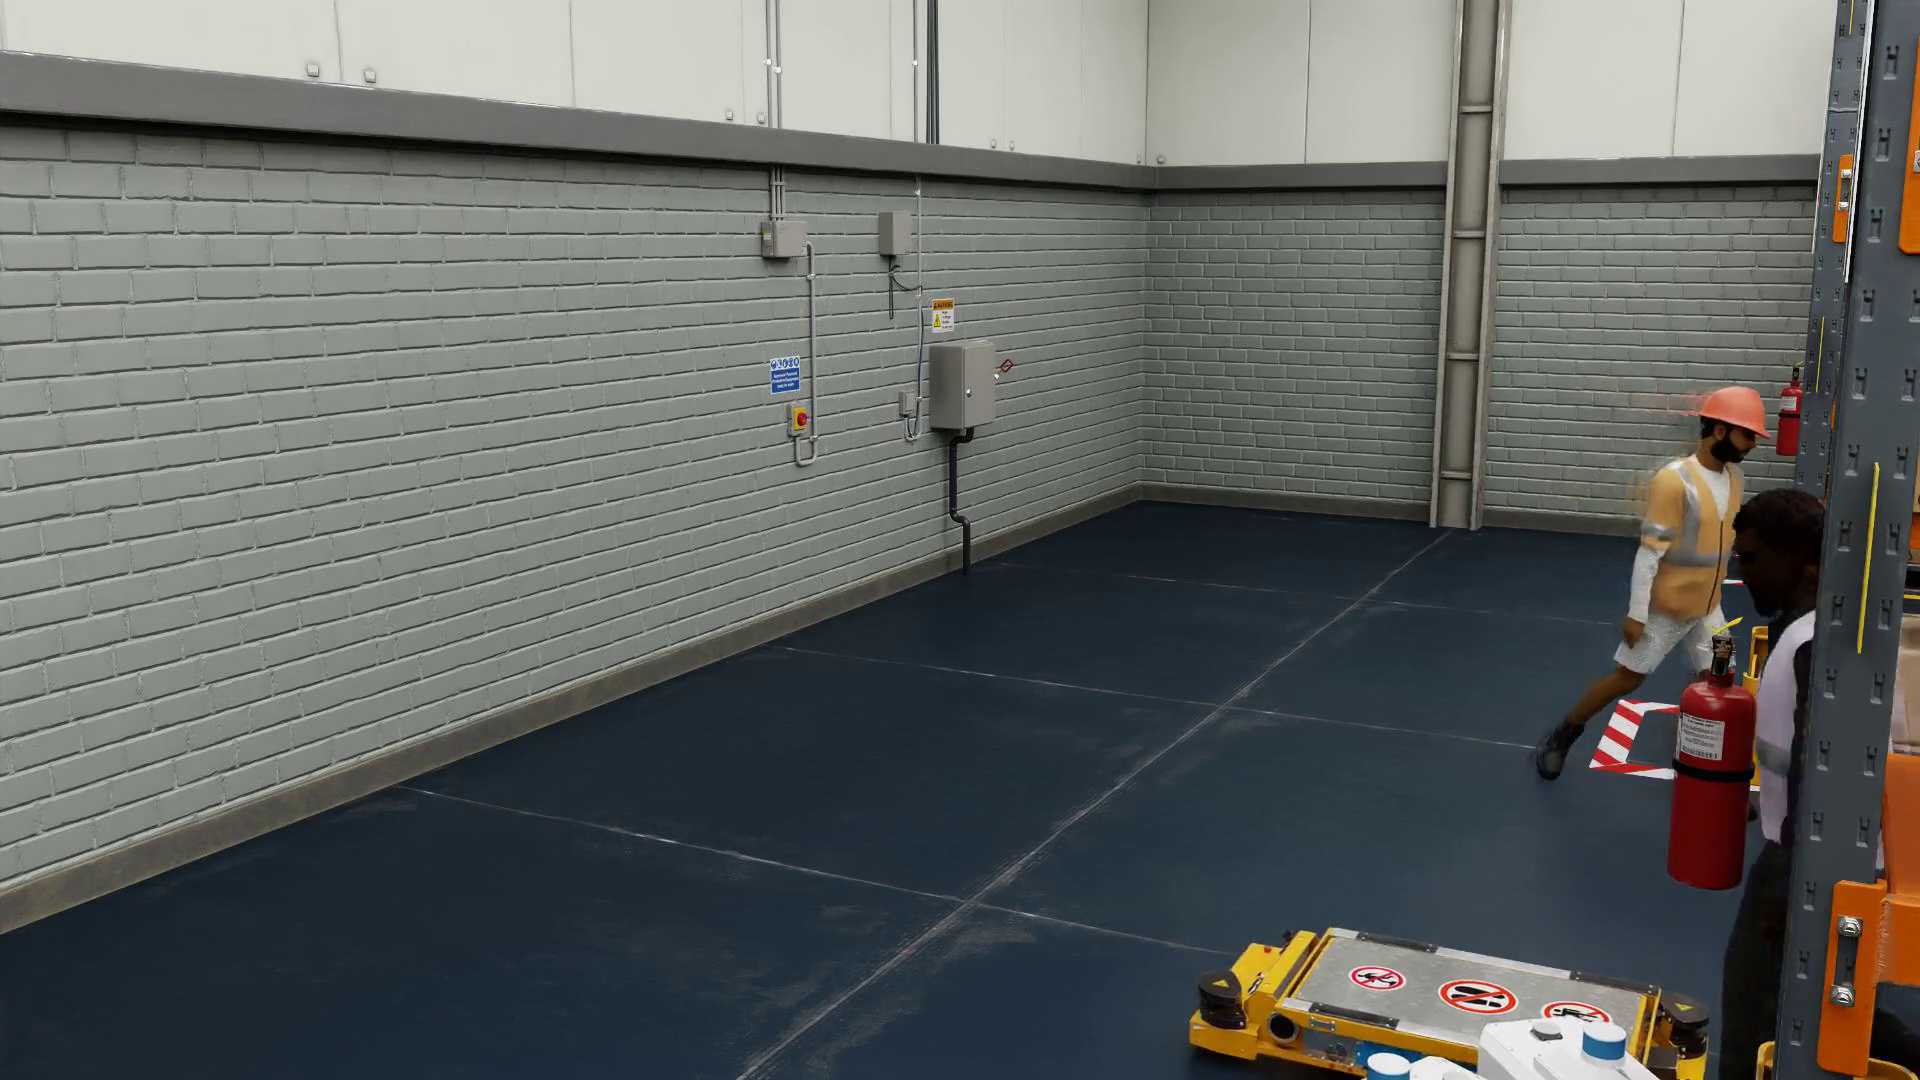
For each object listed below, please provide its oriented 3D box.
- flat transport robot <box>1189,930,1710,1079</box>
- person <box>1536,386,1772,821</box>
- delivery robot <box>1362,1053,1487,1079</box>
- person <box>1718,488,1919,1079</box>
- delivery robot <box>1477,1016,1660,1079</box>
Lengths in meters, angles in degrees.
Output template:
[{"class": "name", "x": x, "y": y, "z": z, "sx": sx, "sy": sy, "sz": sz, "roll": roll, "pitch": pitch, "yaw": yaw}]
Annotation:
[{"class": "flat transport robot", "x": 1.487, "y": 1.468, "z": 5.070, "sx": 1.431, "sy": 0.197, "sz": 0.652, "roll": 5, "pitch": 12, "yaw": 26}, {"class": "person", "x": 3.113, "y": 0.242, "z": 7.385, "sx": 0.585, "sy": 1.889, "sz": 0.914, "roll": -6, "pitch": 12, "yaw": -28}, {"class": "delivery robot", "x": 1.017, "y": 1.477, "z": 3.990, "sx": 0.707, "sy": 0.478, "sz": 0.477, "roll": -7, "pitch": 13, "yaw": -34}, {"class": "person", "x": 2.296, "y": 0.816, "z": 4.262, "sx": 0.852, "sy": 1.874, "sz": 0.682, "roll": 4, "pitch": 11, "yaw": 21}, {"class": "delivery robot", "x": 1.593, "y": 1.448, "z": 4.149, "sx": 0.477, "sy": 0.478, "sz": 0.707, "roll": -2, "pitch": 11, "yaw": -10}]
